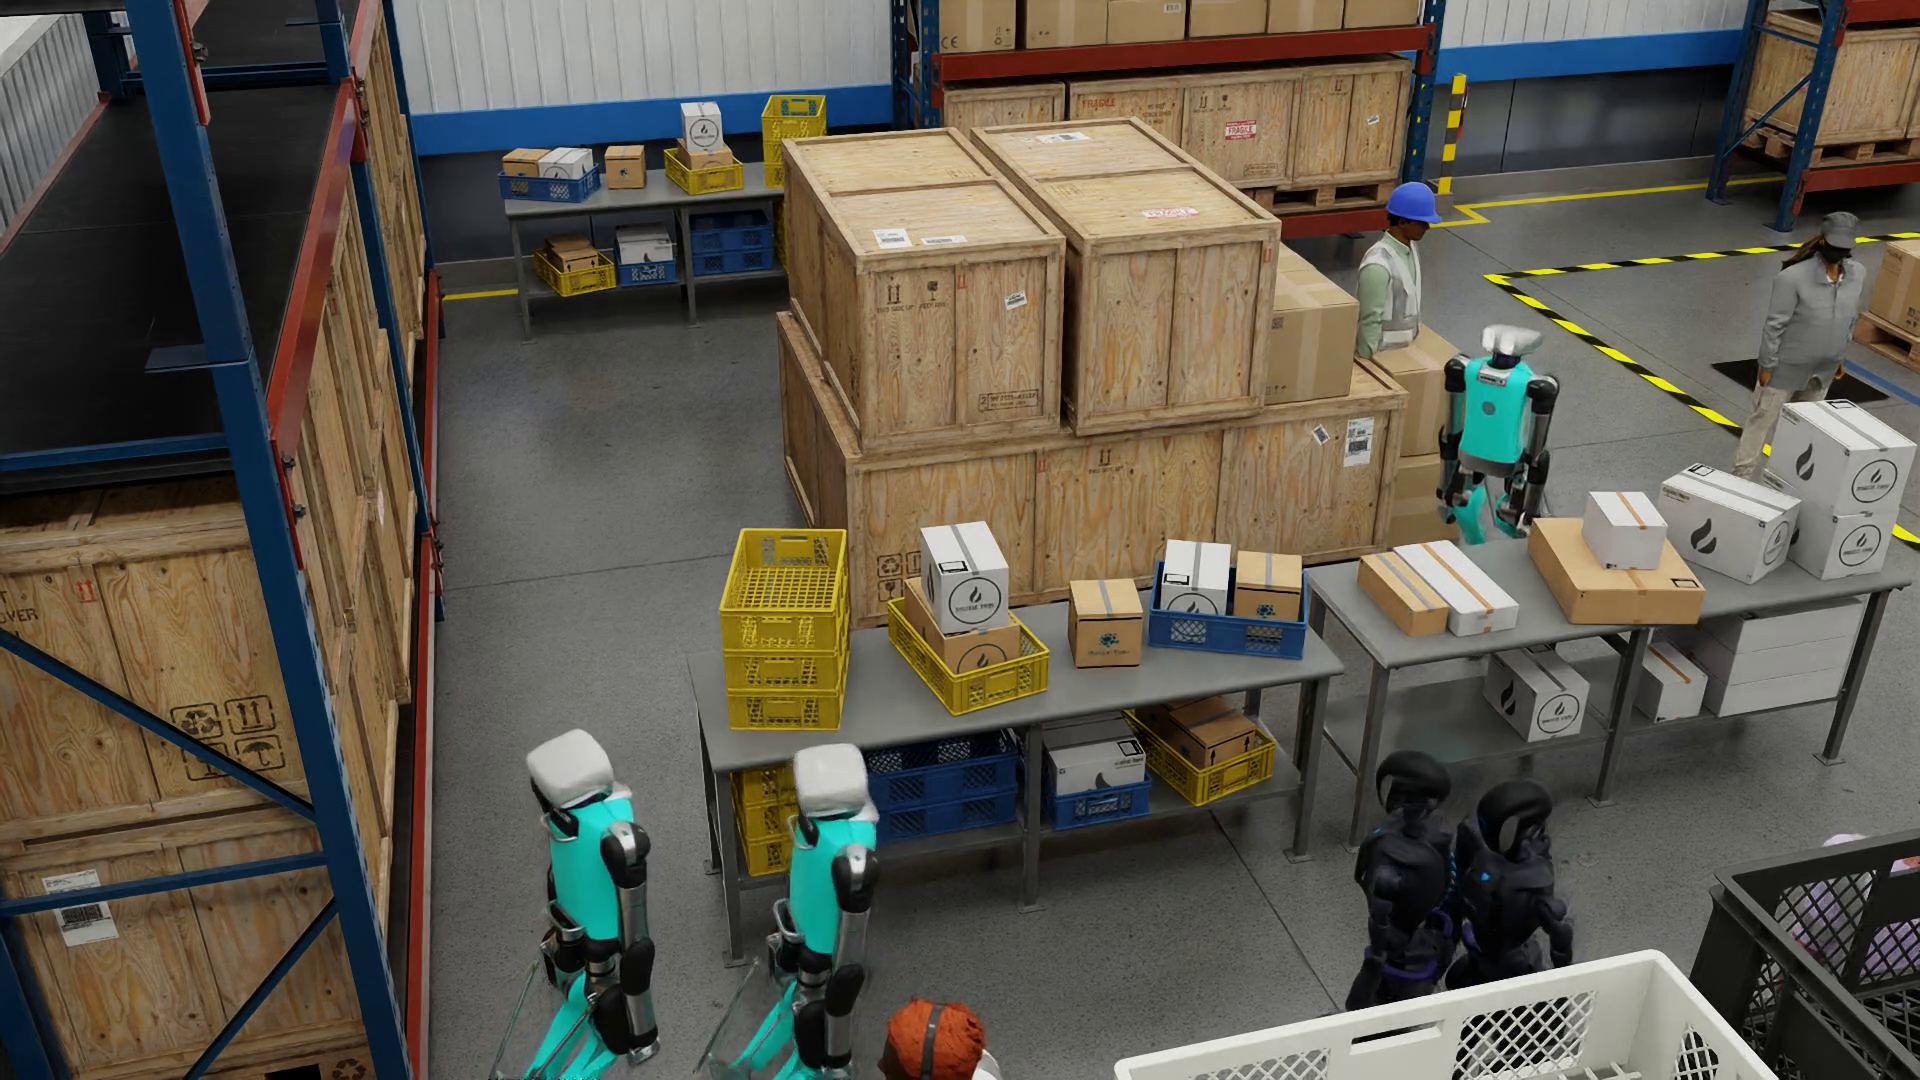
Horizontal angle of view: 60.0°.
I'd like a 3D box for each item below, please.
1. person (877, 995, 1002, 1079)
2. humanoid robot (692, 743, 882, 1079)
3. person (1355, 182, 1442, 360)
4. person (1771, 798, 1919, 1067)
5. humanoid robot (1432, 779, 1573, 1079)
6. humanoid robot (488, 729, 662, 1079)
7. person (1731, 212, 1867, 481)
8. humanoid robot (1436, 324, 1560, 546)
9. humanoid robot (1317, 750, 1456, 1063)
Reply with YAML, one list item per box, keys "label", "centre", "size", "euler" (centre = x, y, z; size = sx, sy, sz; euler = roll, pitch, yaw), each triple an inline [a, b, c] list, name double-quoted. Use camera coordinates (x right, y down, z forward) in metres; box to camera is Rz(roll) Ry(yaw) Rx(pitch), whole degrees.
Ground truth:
- label: "person"
  centre: [-0.036, 1.856, 4.076]
  size: [0.340, 1.879, 0.582]
  euler: [2, 29, 4]
- label: "humanoid robot"
  centre: [-0.621, 1.444, 5.005]
  size: [0.798, 1.797, 0.531]
  euler: [-10, 30, -17]
- label: "person"
  centre: [2.373, -1.053, 9.301]
  size: [0.412, 1.939, 0.602]
  euler: [17, 33, 28]
- label: "person"
  centre: [2.607, 1.431, 4.698]
  size: [0.616, 2.029, 0.402]
  euler: [24, 37, 37]
- label: "humanoid robot"
  centre: [1.672, 1.412, 5.138]
  size: [0.708, 1.622, 0.599]
  euler: [-11, 31, -20]
- label: "humanoid robot"
  centre: [-1.233, 1.417, 4.965]
  size: [0.678, 1.754, 0.546]
  euler: [-22, 36, -34]
- label: "person"
  centre: [4.739, -1.004, 9.384]
  size: [0.572, 1.766, 0.397]
  euler: [-7, 30, -12]
- label: "humanoid robot"
  centre: [2.638, -0.204, 8.084]
  size: [0.546, 1.907, 0.737]
  euler: [23, 36, 35]
- label: "humanoid robot"
  centre: [1.341, 1.364, 5.187]
  size: [0.361, 1.658, 0.605]
  euler: [16, 32, 26]
